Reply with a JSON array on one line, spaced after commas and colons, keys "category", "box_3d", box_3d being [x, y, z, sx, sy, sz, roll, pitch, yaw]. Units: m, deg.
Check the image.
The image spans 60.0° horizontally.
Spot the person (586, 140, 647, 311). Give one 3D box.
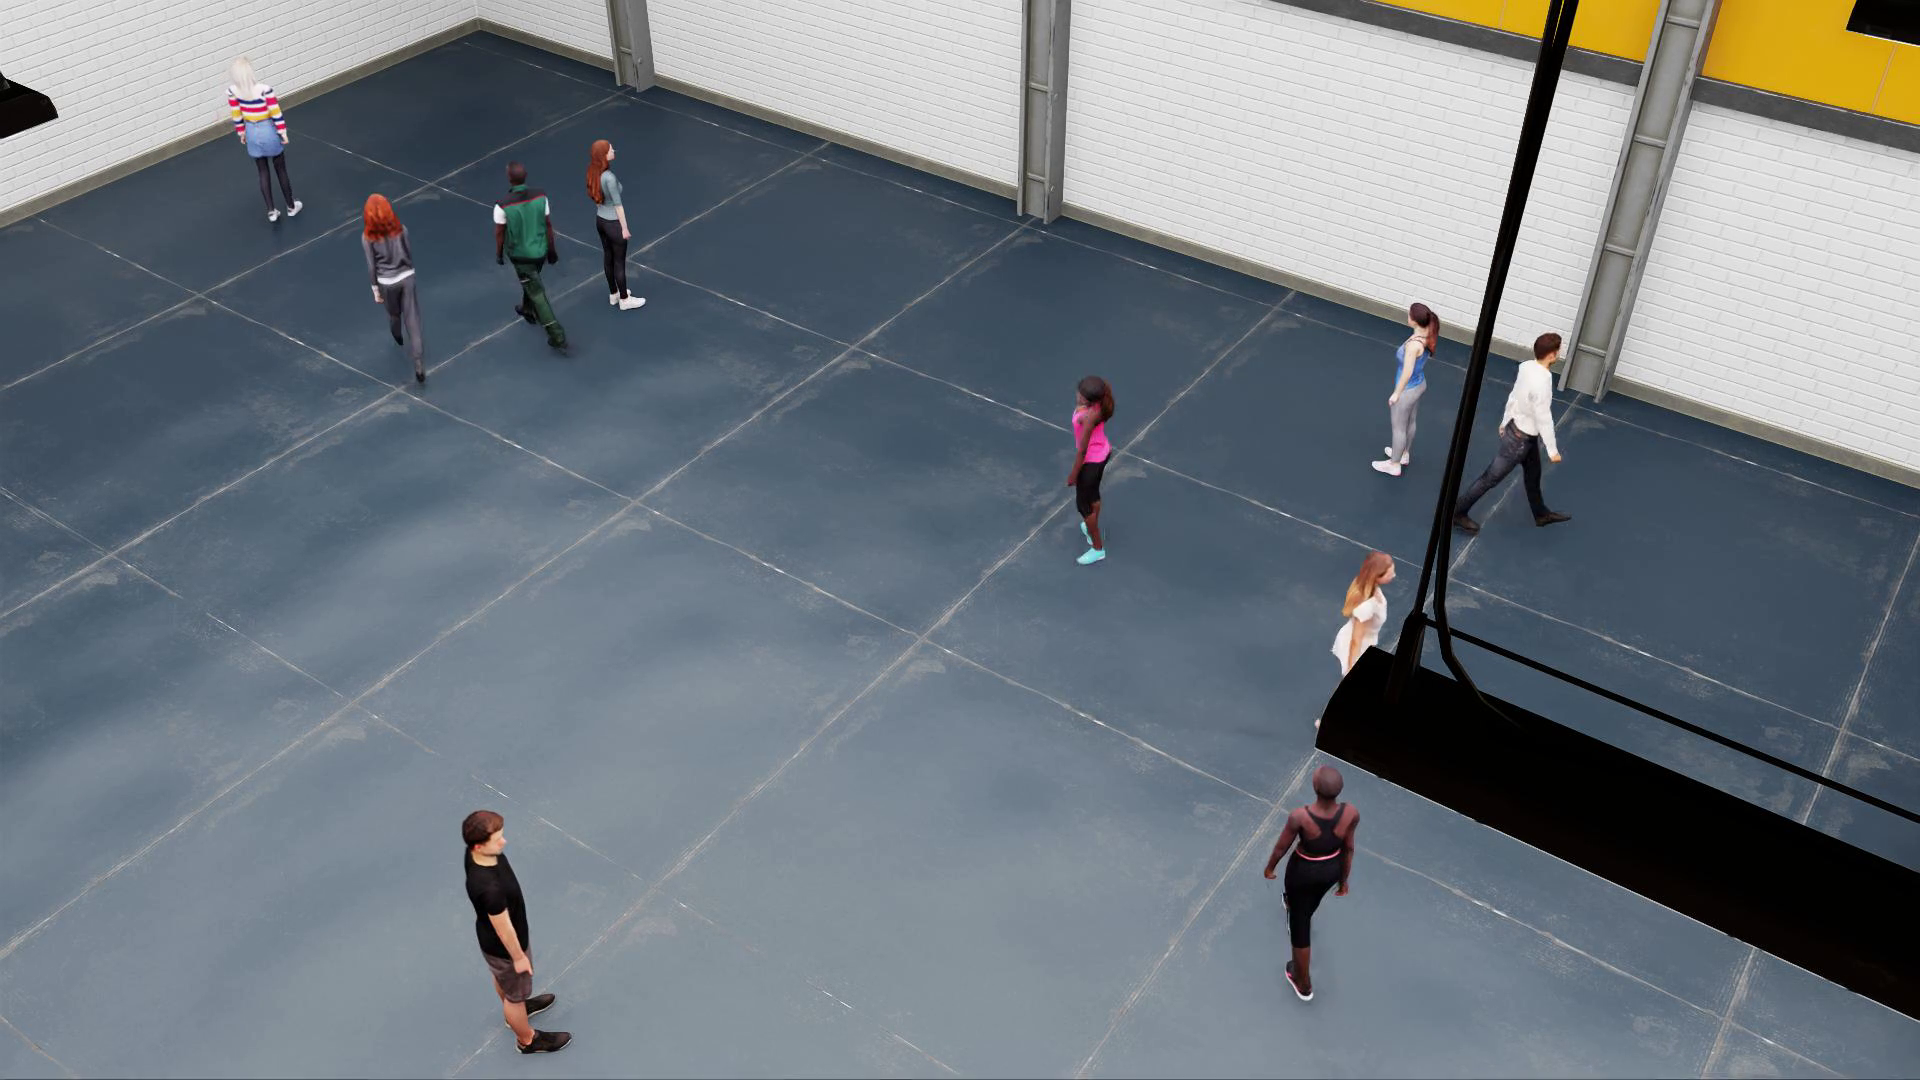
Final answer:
[{"category": "person", "box_3d": [-3.369, -3.047, 16.080, 0.686, 1.743, 0.555, -29, 47, -31]}]

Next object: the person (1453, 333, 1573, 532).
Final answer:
[{"category": "person", "box_3d": [4.342, -0.789, 13.197, 1.337, 1.813, 1.064, 6, 39, 7]}]

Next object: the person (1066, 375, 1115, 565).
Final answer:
[{"category": "person", "box_3d": [1.059, -0.641, 13.101, 0.670, 1.701, 0.756, 26, 45, 28]}]

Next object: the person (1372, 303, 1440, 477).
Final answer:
[{"category": "person", "box_3d": [3.771, -1.276, 13.970, 0.545, 1.609, 0.567, 26, 46, 29]}]

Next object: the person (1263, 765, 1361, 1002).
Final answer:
[{"category": "person", "box_3d": [2.076, 2.027, 9.727, 1.019, 1.741, 1.067, -5, 39, -6]}]

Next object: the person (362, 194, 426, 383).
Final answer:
[{"category": "person", "box_3d": [-5.076, -2.245, 15.100, 1.034, 1.713, 1.259, -16, 41, -19]}]

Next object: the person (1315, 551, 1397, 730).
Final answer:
[{"category": "person", "box_3d": [2.647, 0.736, 11.388, 0.736, 1.686, 0.687, 6, 39, 7]}]

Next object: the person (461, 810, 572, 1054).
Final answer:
[{"category": "person", "box_3d": [-2.594, 2.208, 9.406, 0.836, 1.860, 0.720, -15, 41, -18]}]

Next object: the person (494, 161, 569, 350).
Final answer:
[{"category": "person", "box_3d": [-3.982, -2.606, 15.486, 0.846, 1.796, 1.276, -30, 48, -32]}]

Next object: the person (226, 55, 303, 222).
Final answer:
[{"category": "person", "box_3d": [-7.355, -4.234, 17.511, 0.791, 1.812, 0.863, -2, 39, -3]}]
